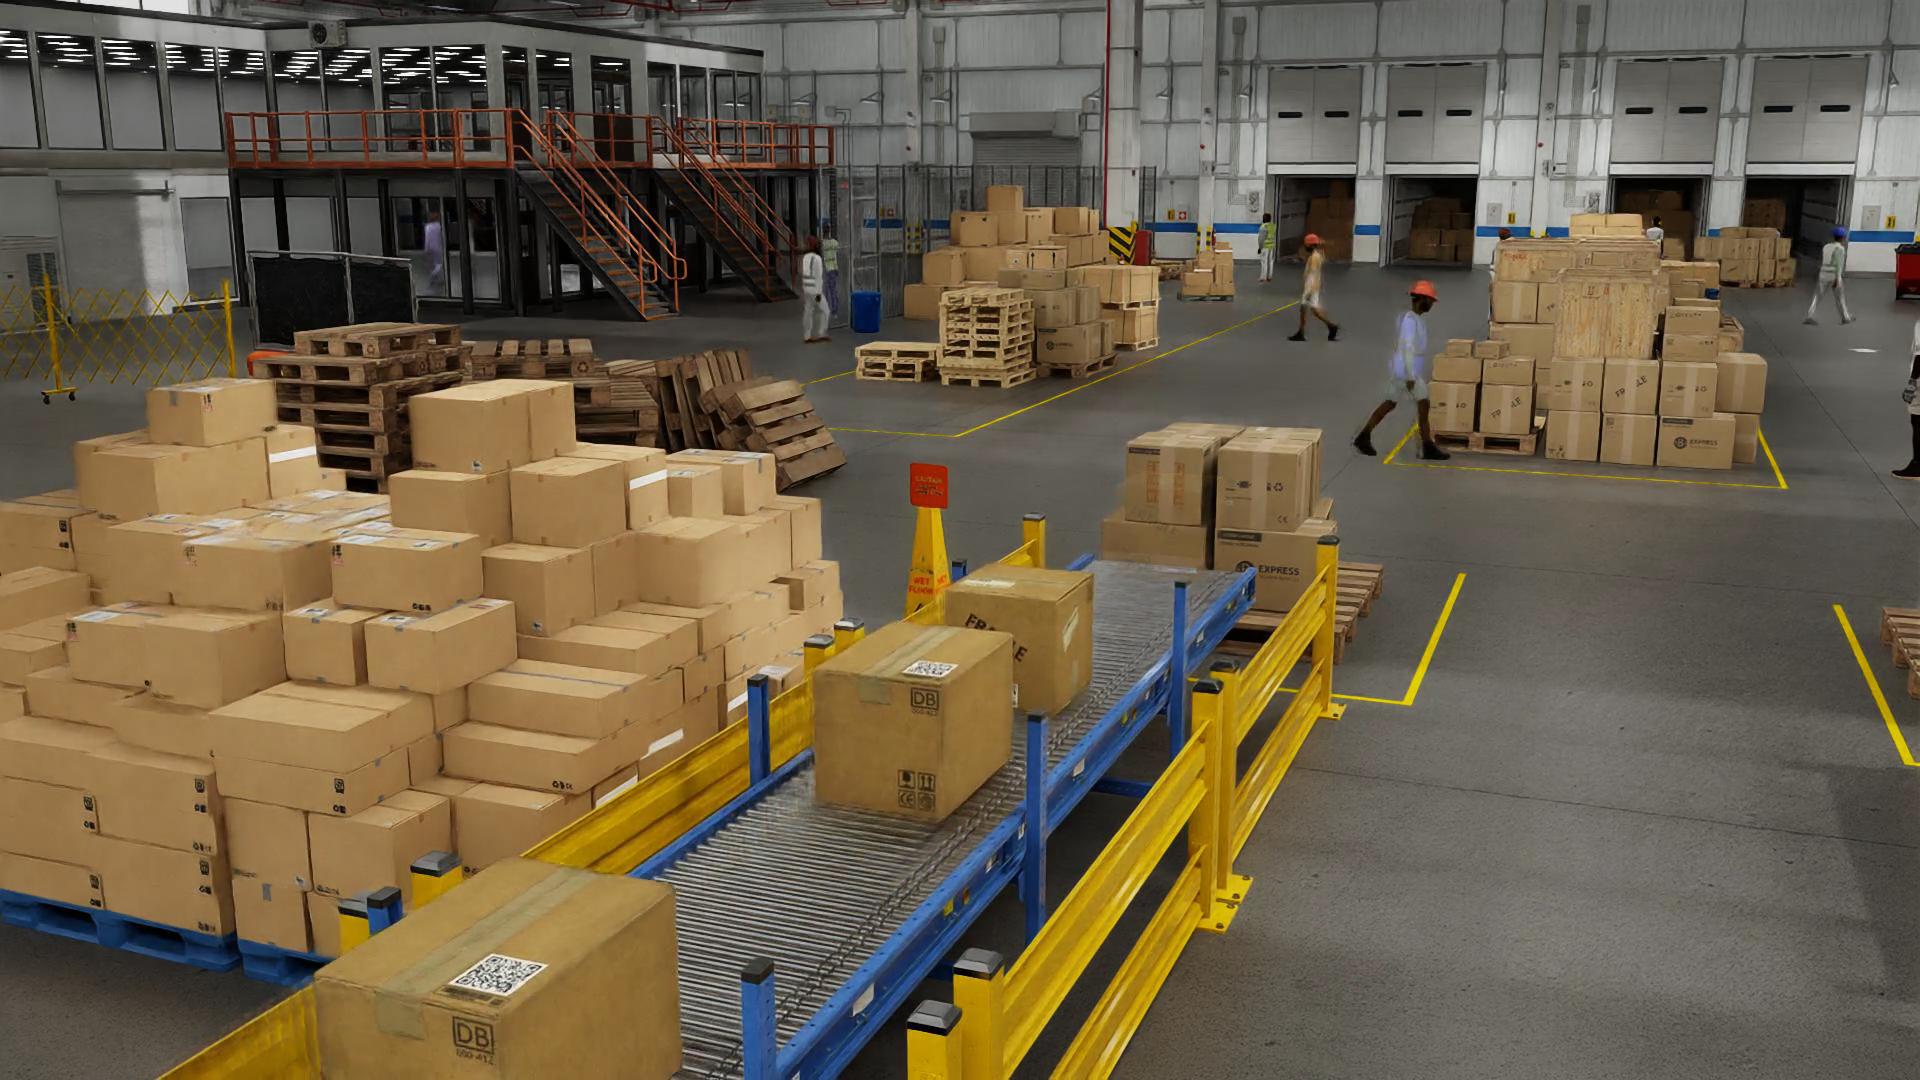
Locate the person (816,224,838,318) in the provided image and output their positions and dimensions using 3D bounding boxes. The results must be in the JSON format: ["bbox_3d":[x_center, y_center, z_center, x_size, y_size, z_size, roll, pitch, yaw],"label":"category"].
[{"bbox_3d":[-2.711,-5.503,34.079,0.396,1.911,0.587,9,16,36],"label":"person"}]

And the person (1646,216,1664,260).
[{"bbox_3d":[17.373,-7.159,41.583,0.328,1.872,0.511,-9,15,-34],"label":"person"}]

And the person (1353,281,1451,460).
[{"bbox_3d":[4.668,-1.789,17.508,1.020,1.878,0.557,8,15,33],"label":"person"}]

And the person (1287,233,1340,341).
[{"bbox_3d":[6.260,-4.441,29.304,0.822,1.917,0.555,1,13,4],"label":"person"}]

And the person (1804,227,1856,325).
[{"bbox_3d":[17.035,-5.128,32.423,1.023,1.893,0.620,-2,13,-11],"label":"person"}]

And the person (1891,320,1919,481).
[{"bbox_3d":[9.465,-1.560,16.250,0.617,1.964,0.361,-6,14,-25],"label":"person"}]

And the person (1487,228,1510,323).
[{"bbox_3d":[10.654,-5.209,32.838,0.361,1.878,0.579,8,15,32],"label":"person"}]

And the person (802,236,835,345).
[{"bbox_3d":[-2.448,-4.317,28.842,0.697,1.861,0.604,-8,15,-33],"label":"person"}]

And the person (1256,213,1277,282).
[{"bbox_3d":[8.277,-7.913,45.030,0.621,1.845,0.429,-11,17,-41],"label":"person"}]
